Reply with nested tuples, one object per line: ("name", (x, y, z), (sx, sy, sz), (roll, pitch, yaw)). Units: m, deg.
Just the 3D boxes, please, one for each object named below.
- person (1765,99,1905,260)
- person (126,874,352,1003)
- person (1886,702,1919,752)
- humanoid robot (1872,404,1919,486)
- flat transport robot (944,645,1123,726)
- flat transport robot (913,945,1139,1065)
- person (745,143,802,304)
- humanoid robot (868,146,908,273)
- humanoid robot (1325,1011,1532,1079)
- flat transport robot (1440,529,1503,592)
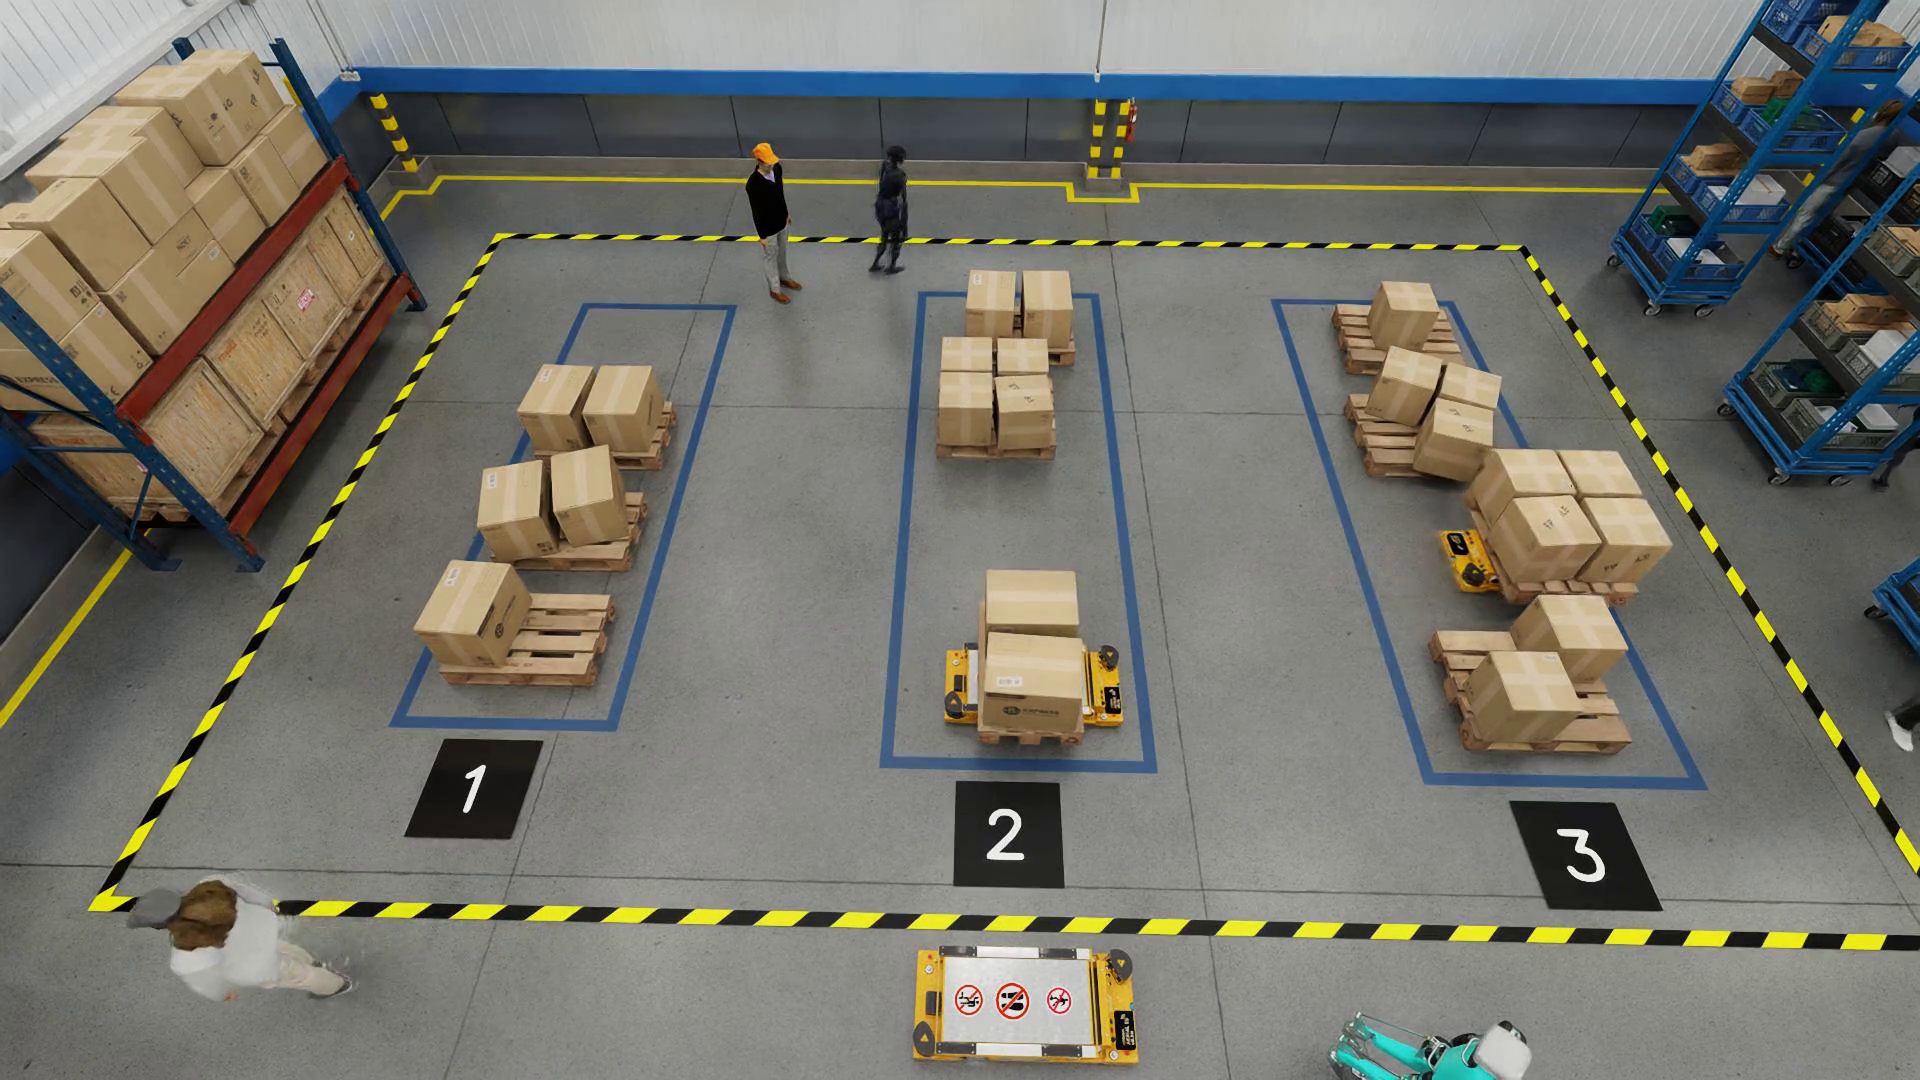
("person", (10.405, -4.227, 10.865), (0.621, 1.932, 0.369), (-4, 51, -3))
("person", (-4.355, 2.473, 5.505), (0.584, 1.747, 0.588), (-9, 51, -7))
("person", (7.530, 1.184, 6.513), (0.624, 1.819, 0.832), (3, 51, 2))
("humanoid robot", (9.284, -1.191, 8.591), (0.611, 1.650, 0.768), (30, 57, 22))
("flat transport robot", (0.596, 1.174, 7.511), (1.431, 0.197, 0.652), (1, 51, 1))
("flat transport robot", (0.422, 3.041, 6.007), (1.431, 0.231, 0.659), (1, 51, 1))
("person", (-2.097, -3.577, 10.361), (0.380, 1.881, 0.589), (20, 54, 15))
("humanoid robot", (-0.878, -3.806, 10.712), (0.533, 1.647, 0.619), (-20, 54, -15))
("humanoid robot", (2.459, 2.860, 5.118), (0.533, 1.681, 0.735), (-36, 59, -26))
("flat transport robot", (5.214, 0.163, 8.335), (1.431, 0.197, 0.652), (1, 51, 1))
